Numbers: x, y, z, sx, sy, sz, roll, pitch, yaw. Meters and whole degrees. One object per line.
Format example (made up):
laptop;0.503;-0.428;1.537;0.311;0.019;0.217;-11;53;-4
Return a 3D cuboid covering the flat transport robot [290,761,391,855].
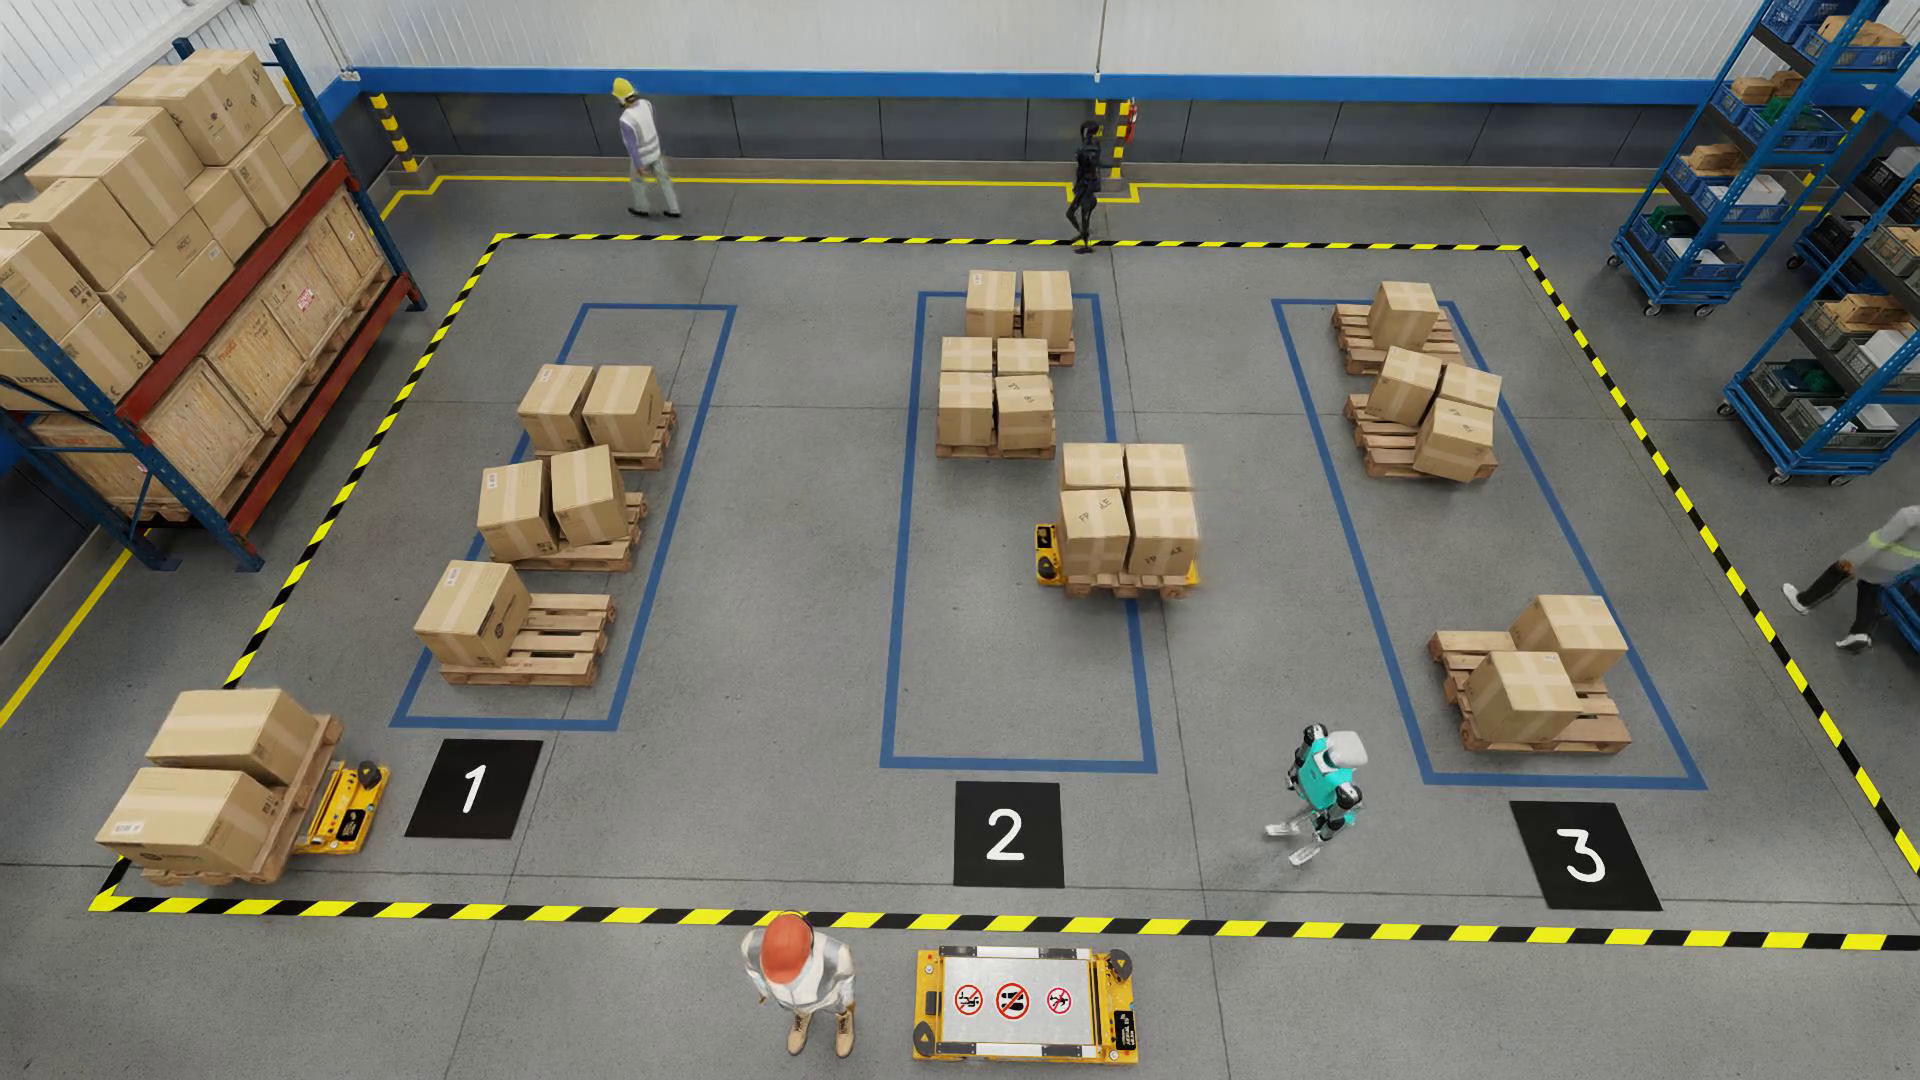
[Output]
flat transport robot;-5.128;2.001;6.836;1.431;0.197;0.652;-1;51;-1

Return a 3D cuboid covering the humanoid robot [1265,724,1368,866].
humanoid robot;2.524;1.726;6.137;0.800;1.796;0.539;-11;52;-9

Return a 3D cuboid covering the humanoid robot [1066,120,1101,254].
humanoid robot;1.515;-4.204;11.007;0.375;1.647;0.609;-7;51;-6

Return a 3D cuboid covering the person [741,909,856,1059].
person;-0.878;2.571;5.244;0.606;2.048;0.365;4;51;3

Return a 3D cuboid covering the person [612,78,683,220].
person;-4.025;-4.860;11.460;0.821;1.801;0.607;20;53;15

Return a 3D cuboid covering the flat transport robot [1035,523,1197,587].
flat transport robot;1.415;0.102;8.385;1.431;0.197;0.652;1;51;1

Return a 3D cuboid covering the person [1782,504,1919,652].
person;7.464;0.156;7.345;0.596;1.830;0.749;5;51;4

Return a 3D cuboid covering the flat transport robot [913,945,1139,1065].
flat transport robot;0.422;3.041;6.007;1.431;0.231;0.659;1;51;1
